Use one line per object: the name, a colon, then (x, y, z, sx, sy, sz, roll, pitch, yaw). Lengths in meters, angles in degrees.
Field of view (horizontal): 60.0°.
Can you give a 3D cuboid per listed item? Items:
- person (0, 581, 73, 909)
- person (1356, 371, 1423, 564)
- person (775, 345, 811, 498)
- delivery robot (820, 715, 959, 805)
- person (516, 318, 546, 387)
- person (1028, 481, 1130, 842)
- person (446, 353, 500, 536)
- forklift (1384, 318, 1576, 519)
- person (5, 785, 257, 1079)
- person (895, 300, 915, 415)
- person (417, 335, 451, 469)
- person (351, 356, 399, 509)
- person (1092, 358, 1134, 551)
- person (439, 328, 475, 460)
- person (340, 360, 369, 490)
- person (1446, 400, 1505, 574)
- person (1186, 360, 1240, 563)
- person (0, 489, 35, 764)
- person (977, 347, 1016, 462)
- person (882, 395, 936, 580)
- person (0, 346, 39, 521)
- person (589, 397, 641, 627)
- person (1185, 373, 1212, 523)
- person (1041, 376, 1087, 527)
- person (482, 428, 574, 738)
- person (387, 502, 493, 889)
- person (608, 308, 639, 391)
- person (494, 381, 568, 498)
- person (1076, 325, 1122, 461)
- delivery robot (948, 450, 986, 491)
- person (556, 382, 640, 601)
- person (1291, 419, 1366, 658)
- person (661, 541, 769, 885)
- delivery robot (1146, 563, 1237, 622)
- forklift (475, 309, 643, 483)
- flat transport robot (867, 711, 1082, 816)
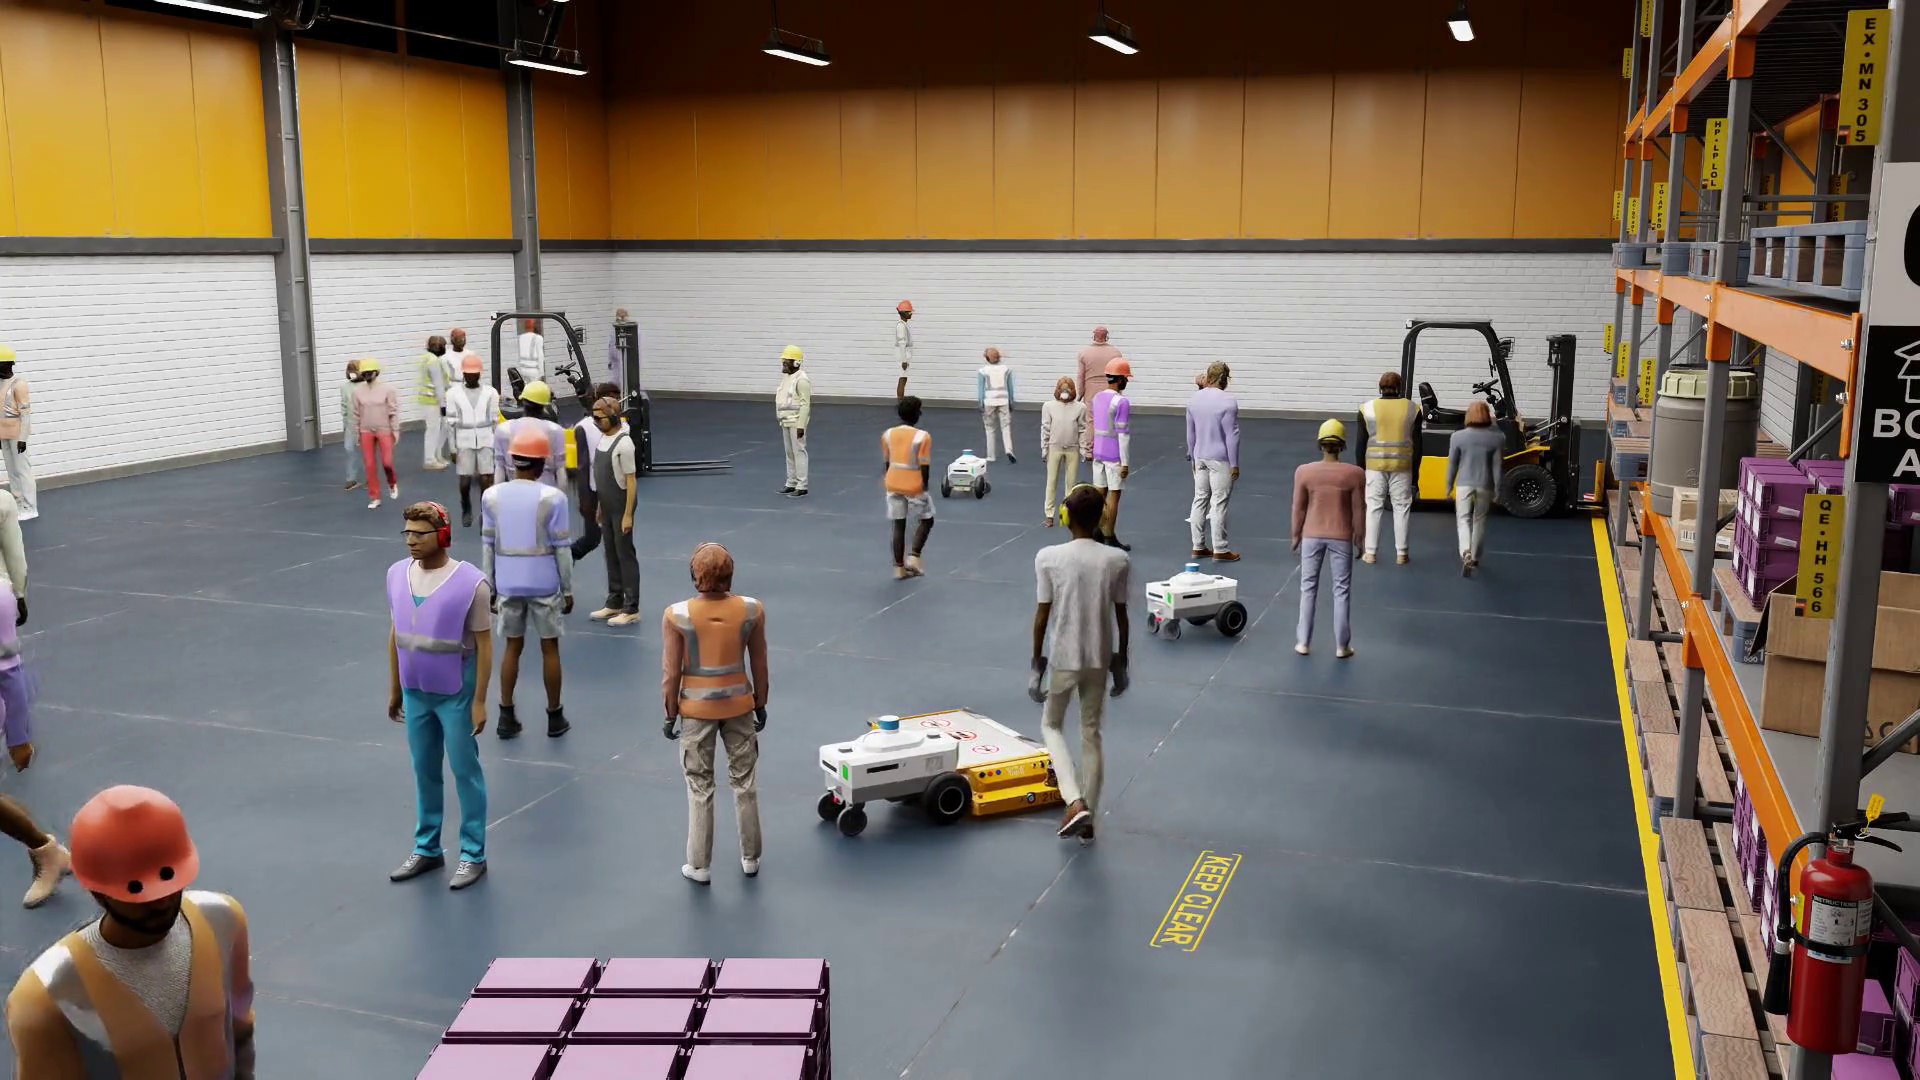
person: (-4.309, 0.760, 7.244, 0.618, 2.009, 1.002, 4, 11, 23)
person: (4.080, -0.683, 15.847, 0.619, 1.839, 0.430, 2, 10, 11)
person: (-2.016, -1.426, 20.023, 0.404, 1.837, 0.595, -6, 12, -29)
delivery robot: (-0.370, 1.169, 8.758, 0.707, 0.478, 0.477, -6, 12, -28)
person: (-7.084, -2.745, 27.360, 0.609, 1.870, 0.493, 7, 12, 33)
person: (0.602, 0.626, 8.424, 0.546, 1.852, 0.416, -2, 10, -11)
person: (-5.086, -1.003, 17.432, 0.541, 1.922, 0.498, -4, 11, -21)
forklift: (5.787, -1.437, 19.079, 2.313, 2.155, 1.214, 3, 11, 19)
person: (-1.784, 1.434, 3.721, 0.510, 1.905, 0.571, 7, 12, 34)
person: (-0.980, -3.254, 29.737, 0.376, 2.043, 0.609, 0, 10, -2)
person: (-7.099, -1.862, 22.516, 0.473, 1.821, 0.675, -4, 11, -23)
person: (-6.753, -1.250, 19.245, 0.540, 1.756, 0.448, -1, 10, -4)
person: (1.524, -0.839, 16.483, 0.396, 1.929, 0.539, -6, 12, -30)
person: (-7.066, -2.052, 23.462, 0.450, 1.863, 0.632, 9, 14, 43)
person: (-7.470, -1.419, 20.610, 0.516, 1.614, 0.604, 1, 10, 4)
person: (4.768, -0.487, 15.404, 0.496, 1.611, 0.719, 2, 10, 10)
person: (2.439, -0.752, 15.958, 0.371, 1.935, 0.627, -8, 13, -37)
person: (-5.721, 0.345, 9.605, 0.610, 1.996, 0.384, -6, 12, -31)
person: (0.520, -1.873, 23.166, 0.535, 1.610, 0.553, -3, 10, -15)
person: (-0.463, -0.465, 15.053, 0.536, 1.684, 0.368, 6, 12, 29)
person: (-10.460, -1.173, 18.345, 0.587, 1.927, 0.363, 7, 12, 34)
person: (-2.757, -0.230, 13.287, 0.349, 1.839, 0.505, -8, 13, -36)
person: (2.682, -0.994, 18.148, 0.512, 1.641, 0.307, -8, 13, -38)
person: (1.120, -0.953, 17.933, 0.498, 1.633, 0.279, -1, 10, -6)
person: (-2.648, 0.270, 10.243, 0.558, 1.917, 0.403, 1, 10, 6)
person: (-2.458, 0.722, 7.895, 0.563, 1.847, 0.388, 4, 11, 21)
person: (-6.074, -3.245, 30.103, 0.657, 1.892, 0.622, 7, 12, 35)
person: (-3.620, -0.398, 14.059, 0.614, 1.894, 0.441, -2, 10, -11)
person: (1.963, -2.055, 23.373, 0.655, 1.906, 0.407, 1, 10, 4)
delivery robot: (0.089, -0.851, 20.134, 0.477, 0.478, 0.707, 2, 10, 13)
person: (-3.108, -0.423, 14.247, 0.820, 1.885, 0.614, 7, 12, 35)
person: (2.721, -0.016, 12.307, 0.533, 1.761, 0.350, 4, 11, 20)
person: (-1.159, 0.823, 7.914, 0.523, 1.639, 0.308, -4, 11, -23)
delivery robot: (1.803, 0.425, 12.946, 0.707, 0.478, 0.477, -6, 12, -29)
forklift: (-5.354, -1.902, 21.697, 2.313, 2.155, 1.214, -2, 10, -13)
flat transport robot: (0.039, 1.228, 9.488, 0.652, 0.197, 1.431, -5, 11, -28)
